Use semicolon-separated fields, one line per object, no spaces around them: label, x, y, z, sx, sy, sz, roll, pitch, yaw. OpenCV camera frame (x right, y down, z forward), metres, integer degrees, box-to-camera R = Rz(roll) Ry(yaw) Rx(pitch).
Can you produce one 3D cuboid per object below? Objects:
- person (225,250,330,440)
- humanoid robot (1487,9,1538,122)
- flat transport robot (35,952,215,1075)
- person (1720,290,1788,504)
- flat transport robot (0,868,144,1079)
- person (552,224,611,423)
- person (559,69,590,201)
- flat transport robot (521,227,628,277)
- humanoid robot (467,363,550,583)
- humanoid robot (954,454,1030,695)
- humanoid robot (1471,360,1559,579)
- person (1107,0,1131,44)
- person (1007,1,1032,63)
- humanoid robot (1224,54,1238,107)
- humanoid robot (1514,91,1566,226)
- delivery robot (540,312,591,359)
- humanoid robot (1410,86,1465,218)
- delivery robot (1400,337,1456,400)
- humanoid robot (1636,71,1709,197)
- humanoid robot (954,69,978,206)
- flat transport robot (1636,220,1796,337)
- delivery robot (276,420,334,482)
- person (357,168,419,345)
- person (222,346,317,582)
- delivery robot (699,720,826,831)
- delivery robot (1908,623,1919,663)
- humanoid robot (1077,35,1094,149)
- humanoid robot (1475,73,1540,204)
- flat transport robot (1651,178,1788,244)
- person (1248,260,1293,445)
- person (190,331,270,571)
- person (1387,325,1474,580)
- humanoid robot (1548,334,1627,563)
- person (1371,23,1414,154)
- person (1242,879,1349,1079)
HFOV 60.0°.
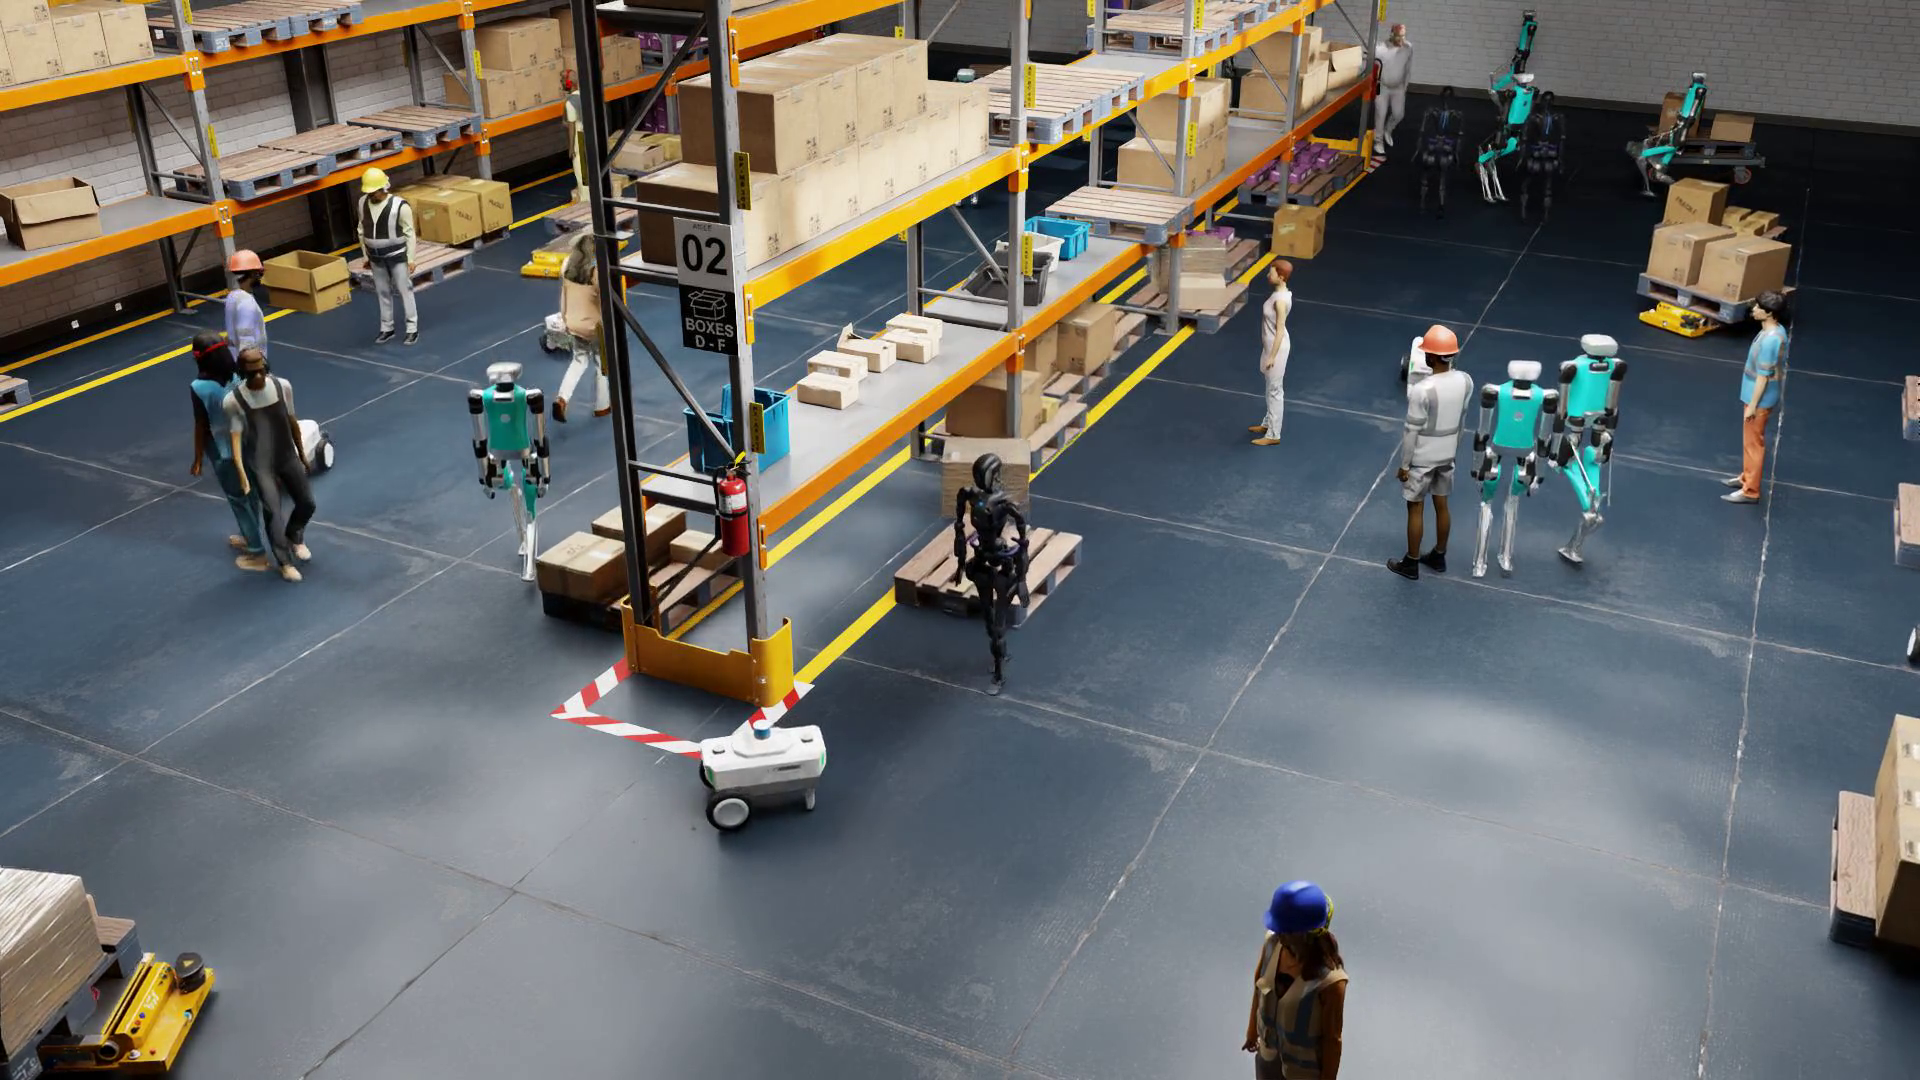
person;-5.907;-1.478;13.964;0.973;1.856;0.612;-20;33;-34
humanoid robot;8.562;-7.418;25.996;0.715;1.695;0.532;3;27;7
flat transport robot;-4.477;2.322;8.087;1.431;0.231;0.659;-1;26;-3
person;6.450;-1.161;13.456;0.342;1.754;0.505;10;28;20
flat transport robot;-4.736;2.330;8.073;0.659;0.231;1.431;4;27;8
person;-3.345;-1.893;14.829;0.592;1.846;0.733;12;29;23
person;-4.855;-5.069;21.250;0.384;1.841;0.562;2;26;4
flat transport robot;-4.537;-3.395;19.635;0.659;0.231;1.431;7;27;15
humanoid robot;-3.250;-0.548;12.258;0.547;1.736;1.042;-3;26;-5
humanoid robot;0.215;0.186;10.824;0.595;1.638;0.543;17;31;30
humanoid robot;4.020;-0.562;12.226;0.540;1.760;0.773;7;27;14
person;2.772;-9.012;29.126;0.442;1.923;0.532;-17;31;-31
person;1.047;-8.641;28.488;0.516;1.817;0.520;22;34;37
humanoid robot;4.128;-7.526;26.425;0.694;1.635;0.584;18;32;32
humanoid robot;7.292;-4.788;20.873;0.589;1.642;0.448;-1;26;-2
delivery robot;-3.841;-2.168;16.820;0.499;0.581;0.767;17;31;30
humanoid robot;6.078;-4.932;21.171;0.616;1.637;0.561;3;26;5
delivery robot;4.460;-1.673;15.836;0.499;0.595;0.770;8;27;15
humanoid robot;9.263;-5.261;21.738;1.017;1.713;0.576;5;27;10
humanoid robot;0.077;-5.154;21.422;0.530;1.693;0.744;1;26;2
flat transport robot;7.995;-2.447;17.721;1.431;0.231;0.659;-14;30;-27
delivery robot;-5.626;-0.733;13.950;0.499;0.606;0.796;0;26;0
person;-5.785;-2.866;16.820;0.590;1.821;0.404;5;27;11
person;-5.001;-0.548;12.123;0.540;1.828;0.414;-23;34;-38
delivery robot;-1.158;1.328;9.763;0.732;0.585;0.514;-6;27;-12
delivery robot;6.791;0.560;11.346;0.499;0.614;0.817;12;29;23
humanoid robot;1.915;-6.648;24.609;0.600;1.653;0.332;20;33;35
humanoid robot;7.010;-5.240;21.557;0.533;1.677;0.735;-13;29;-25
flat transport robot;8.968;-3.409;19.664;0.659;0.231;1.431;22;34;37
person;2.730;-1.645;14.528;0.285;1.661;0.442;3;26;6
person;-5.467;-0.657;12.341;0.580;1.863;0.535;12;29;22
person;3.435;-0.640;12.209;0.544;1.931;0.385;-13;29;-25
humanoid robot;4.697;-0.567;12.297;0.554;1.801;0.765;-6;27;-13
person;6.273;-6.603;24.306;0.653;1.888;0.458;-5;27;-9
person;1.351;2.119;6.810;0.350;1.771;0.471;-16;31;-29
